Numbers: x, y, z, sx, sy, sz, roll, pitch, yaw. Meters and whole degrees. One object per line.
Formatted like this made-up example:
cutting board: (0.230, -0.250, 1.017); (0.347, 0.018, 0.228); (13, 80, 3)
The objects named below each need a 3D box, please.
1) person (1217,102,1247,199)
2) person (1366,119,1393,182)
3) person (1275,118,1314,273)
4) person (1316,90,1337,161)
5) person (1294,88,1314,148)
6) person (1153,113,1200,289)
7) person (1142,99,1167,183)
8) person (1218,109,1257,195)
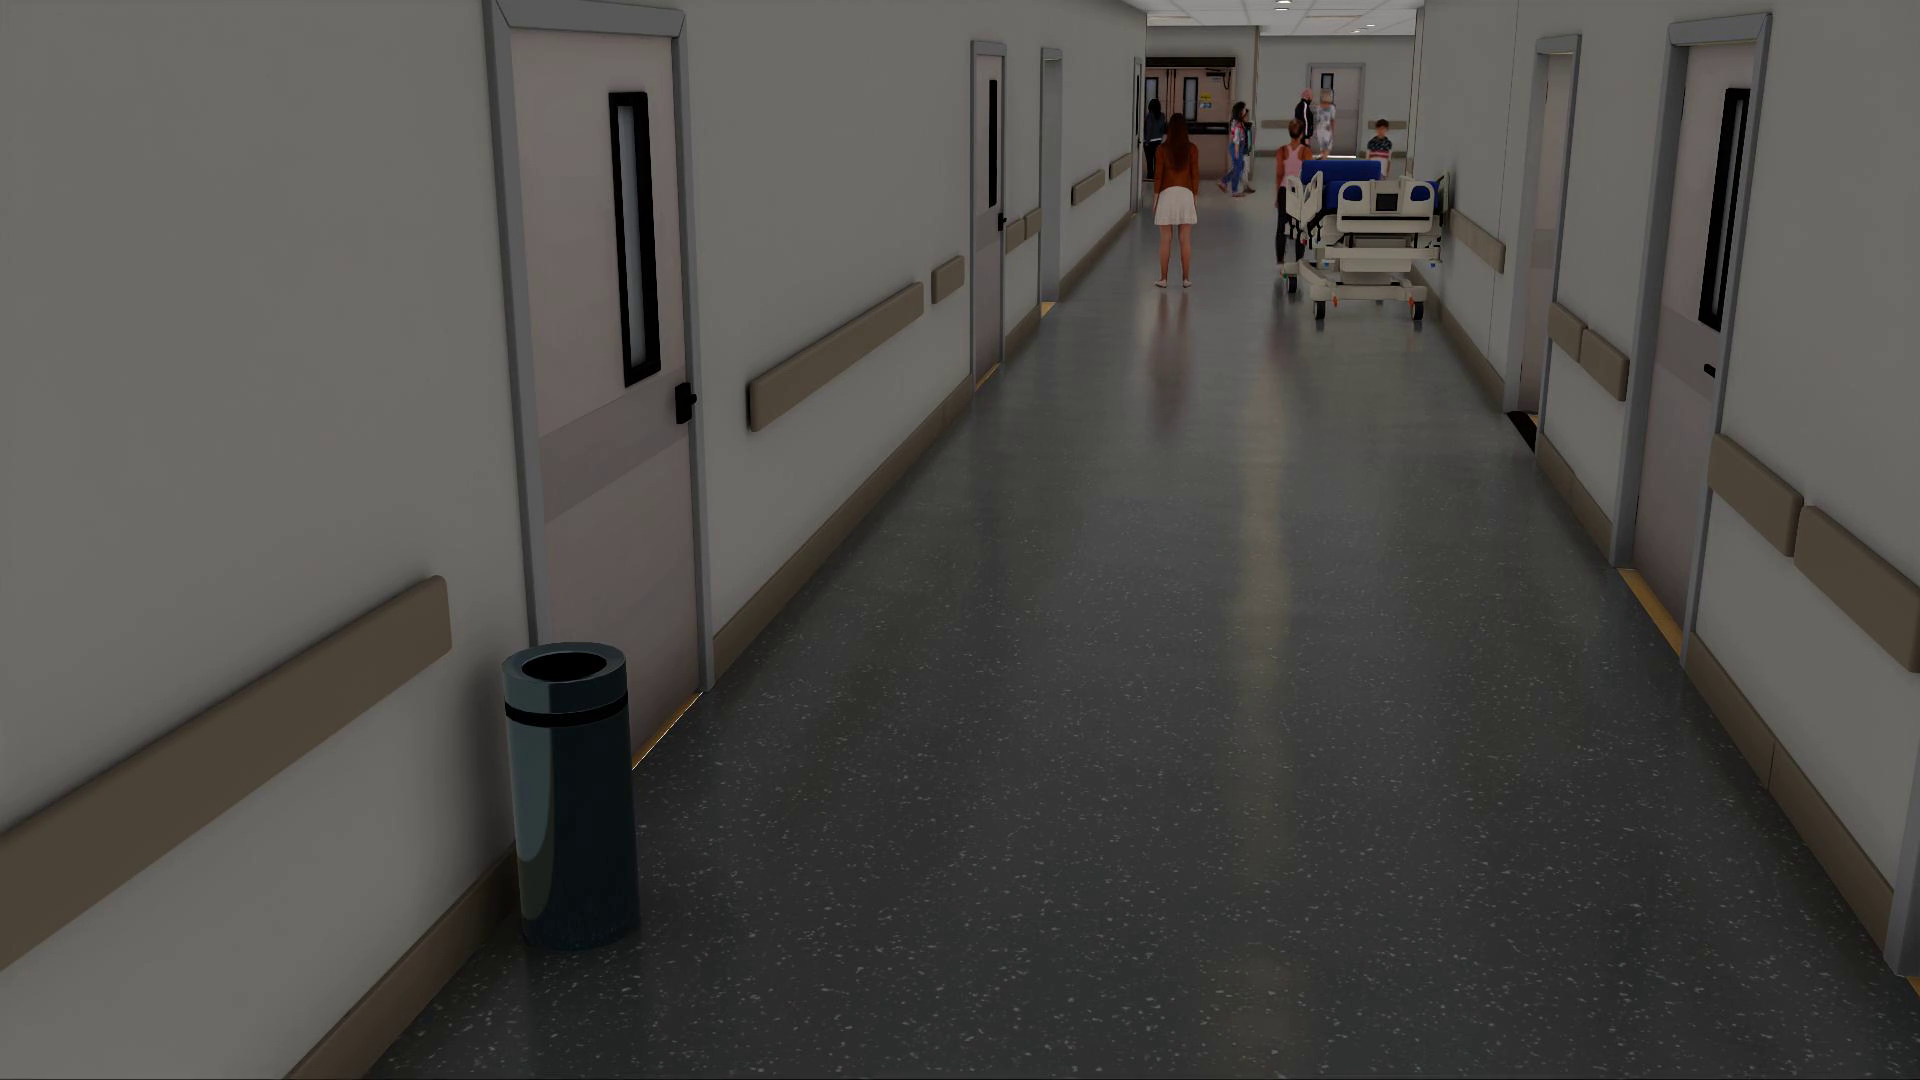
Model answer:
person: (4.678, -6.709, 28.644); (0.720, 1.601, 0.616); (3, 16, 12)
person: (6.211, -5.514, 24.749); (0.923, 1.414, 0.689); (6, 17, 19)
person: (3.610, -3.735, 18.018); (0.545, 1.643, 0.685); (8, 18, 27)
person: (7.657, -8.577, 35.018); (0.883, 1.737, 0.832); (10, 19, 33)
person: (6.092, -7.123, 29.682); (0.680, 1.835, 0.738); (-2, 16, -6)
person: (2.179, -3.424, 16.767); (0.556, 1.723, 0.706); (0, 16, 0)
person: (3.829, -7.948, 33.047); (0.835, 1.596, 0.797); (15, 21, 42)
person: (4.941, -6.901, 29.561); (0.953, 1.472, 0.664); (5, 17, 18)
